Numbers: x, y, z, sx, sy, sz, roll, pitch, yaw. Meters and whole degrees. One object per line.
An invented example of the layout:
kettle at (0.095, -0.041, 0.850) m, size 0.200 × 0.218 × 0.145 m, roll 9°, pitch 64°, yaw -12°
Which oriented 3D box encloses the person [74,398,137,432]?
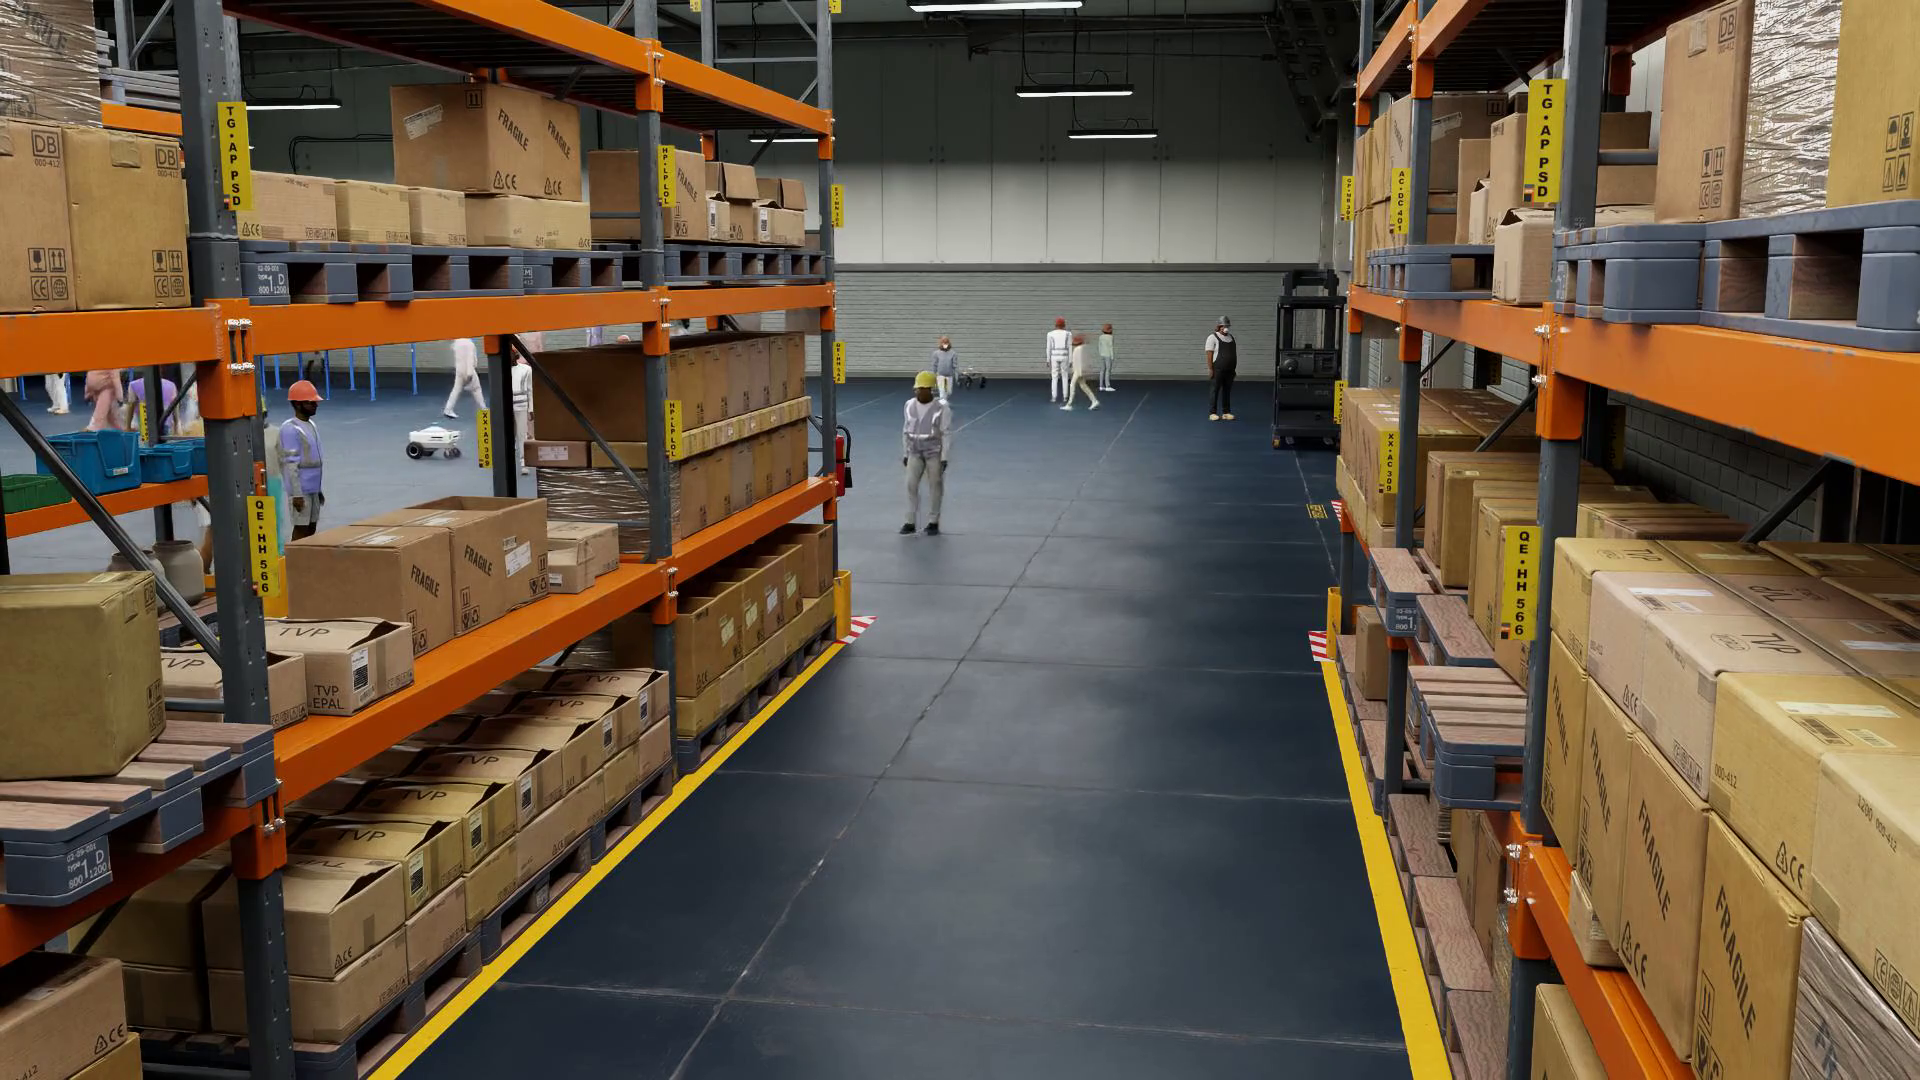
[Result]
person at (-15.012, -2.731, 29.159) m, size 1.049 × 1.876 × 0.650 m, roll -7°, pitch 12°, yaw -37°

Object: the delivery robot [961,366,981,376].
delivery robot at (0.270, -4.238, 41.566) m, size 0.335 × 0.223 × 0.698 m, roll 5°, pitch 11°, yaw 30°

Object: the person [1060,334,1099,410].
person at (2.546, -3.530, 34.952) m, size 0.794 × 1.603 × 0.511 m, roll 0°, pitch 9°, yaw 2°

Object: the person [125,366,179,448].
person at (-10.533, -1.481, 21.725) m, size 0.989 × 1.791 × 0.588 m, roll 9°, pitch 13°, yaw 44°

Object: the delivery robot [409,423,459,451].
delivery robot at (-8.244, -1.598, 26.087) m, size 0.707 × 0.478 × 0.477 m, roll 1°, pitch 9°, yaw 7°

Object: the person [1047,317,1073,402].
person at (2.231, -4.035, 37.178) m, size 0.584 × 1.883 × 0.337 m, roll 0°, pitch 9°, yaw 1°

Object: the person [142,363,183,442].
person at (-12.145, -2.171, 25.342) m, size 0.382 × 1.996 × 0.608 m, roll 7°, pitch 11°, yaw 36°

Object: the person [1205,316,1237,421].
person at (5.185, -3.357, 32.653) m, size 0.682 × 2.000 × 0.537 m, roll -5°, pitch 11°, yaw -29°

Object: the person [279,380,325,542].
person at (-5.898, -0.471, 15.032) m, size 0.364 × 1.939 × 0.542 m, roll 0°, pitch 9°, yaw -1°

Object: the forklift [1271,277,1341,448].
forklift at (5.847, -3.016, 27.970) m, size 1.129 × 2.768 × 1.873 m, roll 1°, pitch 9°, yaw 9°

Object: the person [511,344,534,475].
person at (-6.405, -1.881, 23.897) m, size 0.575 × 1.885 × 0.360 m, roll -1°, pitch 9°, yaw -6°

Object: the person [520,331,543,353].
person at (-10.735, -4.707, 41.777) m, size 0.546 × 1.731 × 0.686 m, roll -1°, pitch 9°, yaw -4°

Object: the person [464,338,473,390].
person at (-12.147, -4.558, 40.977) m, size 0.316 × 1.698 × 0.541 m, roll 0°, pitch 9°, yaw 1°

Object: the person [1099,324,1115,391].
person at (3.583, -4.449, 40.507) m, size 0.271 × 1.632 × 0.508 m, roll -6°, pitch 11°, yaw -33°

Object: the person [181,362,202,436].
person at (-13.535, -2.798, 29.515) m, size 0.661 × 1.887 × 0.922 m, roll 2°, pitch 9°, yaw 14°

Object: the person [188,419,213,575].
person at (-6.712, -0.491, 15.281) m, size 0.542 × 1.896 × 0.887 m, roll 6°, pitch 11°, yaw 34°

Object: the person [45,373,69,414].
person at (-18.517, -3.485, 34.041) m, size 0.651 × 1.804 × 0.470 m, roll 4°, pitch 10°, yaw 26°

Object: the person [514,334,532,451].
person at (-7.155, -2.362, 26.814) m, size 0.639 × 1.904 × 0.409 m, roll 2°, pitch 10°, yaw 15°

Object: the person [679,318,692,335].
person at (-7.273, -5.141, 44.643) m, size 0.635 × 1.673 × 0.548 m, roll 3°, pitch 10°, yaw 19°

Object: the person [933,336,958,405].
person at (-0.306, -3.292, 33.447) m, size 0.503 × 1.614 × 0.673 m, roll -2°, pitch 9°, yaw -11°

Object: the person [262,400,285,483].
person at (-6.899, -0.585, 16.437) m, size 0.569 × 1.704 × 0.901 m, roll -4°, pitch 10°, yaw -24°

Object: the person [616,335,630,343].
person at (-5.274, -2.274, 26.255) m, size 0.639 × 1.909 × 0.409 m, roll 0°, pitch 9°, yaw -2°

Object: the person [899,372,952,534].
person at (-0.422, -0.944, 18.344) m, size 0.627 × 1.804 × 0.759 m, roll 4°, pitch 10°, yaw 24°

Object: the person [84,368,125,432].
person at (-13.854, -2.333, 26.763) m, size 0.670 × 1.852 × 1.015 m, roll 6°, pitch 11°, yaw 32°

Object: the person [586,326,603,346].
person at (-9.835, -5.265, 44.672) m, size 0.382 × 1.917 × 0.585 m, roll 6°, pitch 11°, yaw 33°

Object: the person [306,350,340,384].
person at (-16.512, -4.962, 42.867) m, size 0.948 × 1.894 × 0.555 m, roll 2°, pitch 9°, yaw 10°

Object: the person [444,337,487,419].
person at (-9.829, -3.351, 33.077) m, size 0.661 × 1.855 × 1.032 m, roll 9°, pitch 13°, yaw 43°
